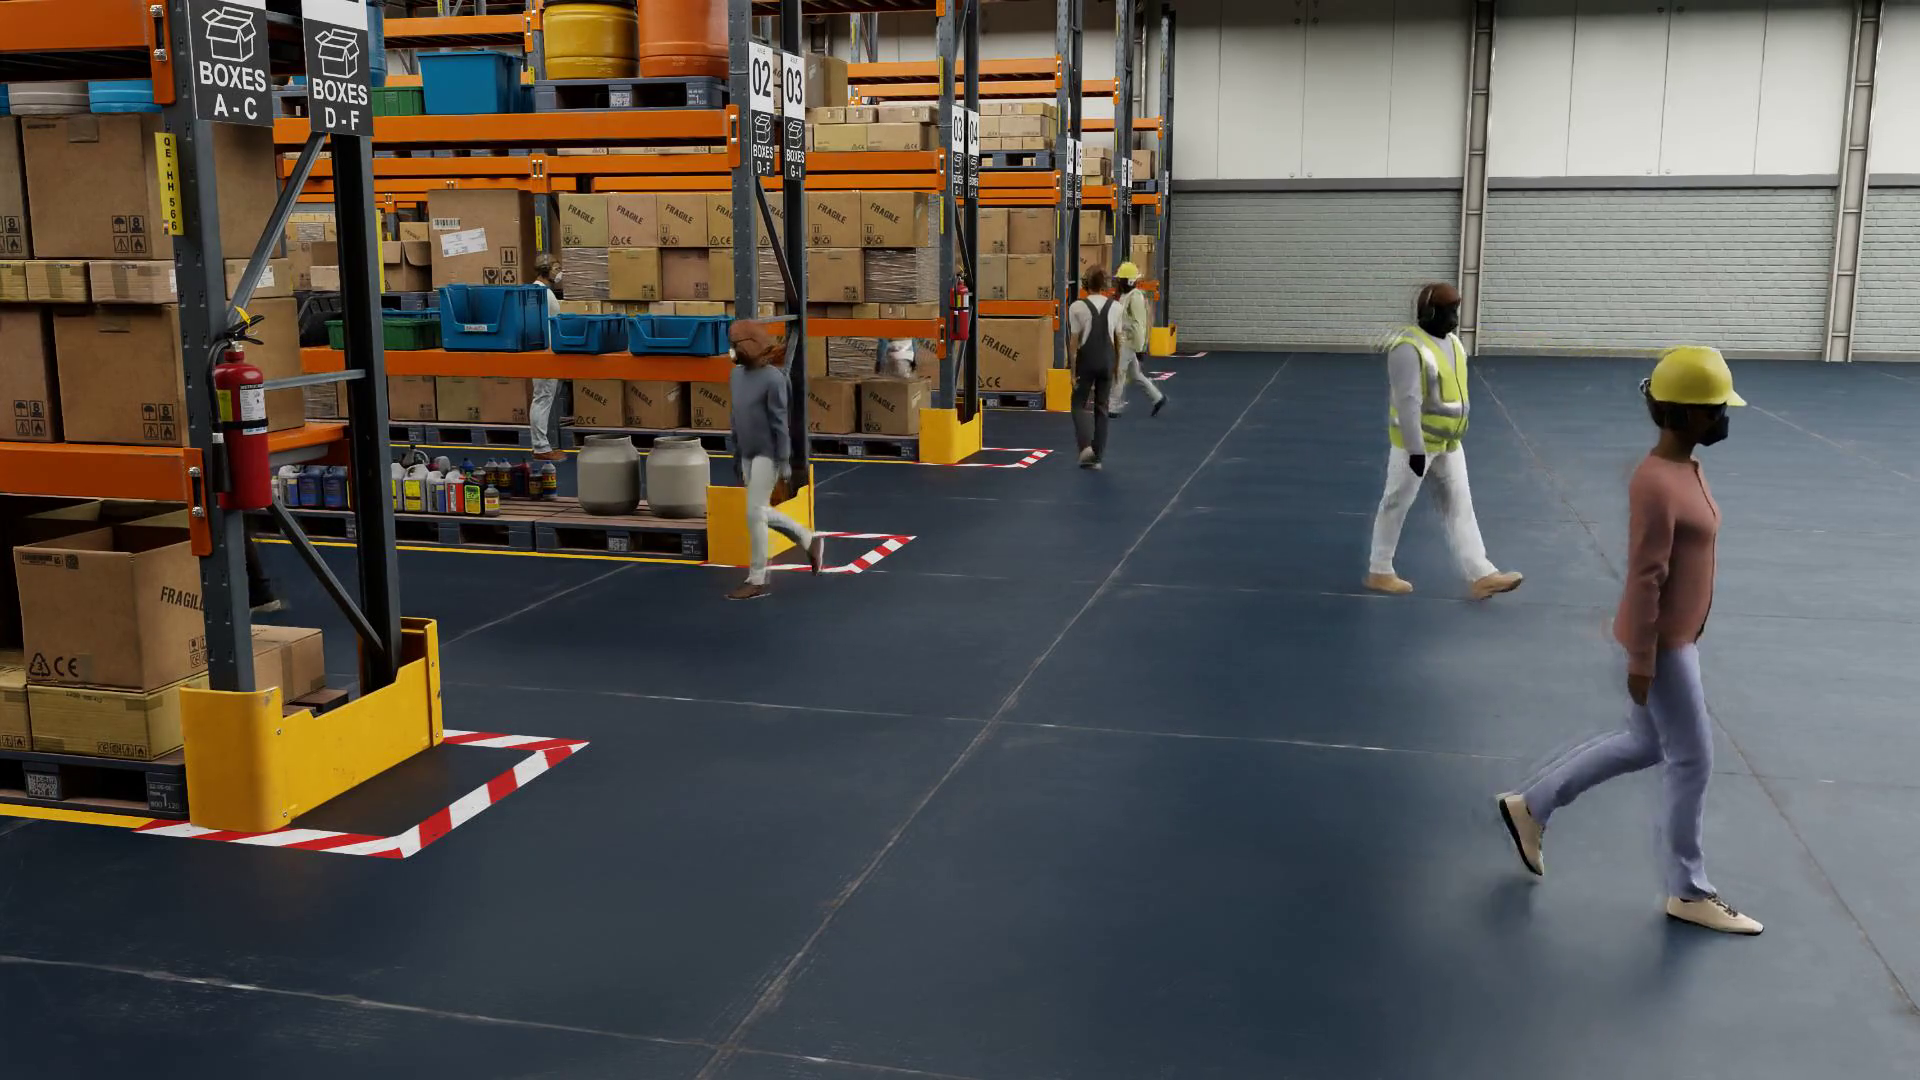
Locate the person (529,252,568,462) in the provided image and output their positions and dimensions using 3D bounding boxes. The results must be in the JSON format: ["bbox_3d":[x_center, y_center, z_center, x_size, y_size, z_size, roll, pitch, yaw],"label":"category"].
[{"bbox_3d":[-3.835,-1.680,15.364,0.369,1.931,0.625,-3,11,-17],"label":"person"}]

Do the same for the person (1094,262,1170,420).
[{"bbox_3d":[1.982,-2.260,18.932,0.826,1.802,0.588,0,10,-1],"label":"person"}]

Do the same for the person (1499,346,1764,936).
[{"bbox_3d":[2.052,0.281,5.006,0.737,1.739,0.531,6,12,29],"label":"person"}]

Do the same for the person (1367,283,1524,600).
[{"bbox_3d":[2.719,-0.538,9.395,0.660,1.793,0.947,-9,14,-41],"label":"person"}]

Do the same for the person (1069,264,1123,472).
[{"bbox_3d":[1.188,-1.512,14.698,0.514,1.827,0.393,-2,10,-12],"label":"person"}]

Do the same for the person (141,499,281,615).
[{"bbox_3d":[-4.178,-0.491,8.833,1.020,1.911,0.633,-3,11,-17],"label":"person"}]

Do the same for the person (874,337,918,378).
[{"bbox_3d":[-0.709,-1.854,17.211,0.877,1.590,0.534,5,12,27],"label":"person"}]

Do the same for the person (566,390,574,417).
[{"bbox_3d":[-3.875,-1.966,17.649,0.877,1.653,0.544,3,11,16],"label":"person"}]

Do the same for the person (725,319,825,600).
[{"bbox_3d":[-1.086,-0.483,9.619,0.694,1.598,0.523,-9,13,-40],"label":"person"}]
